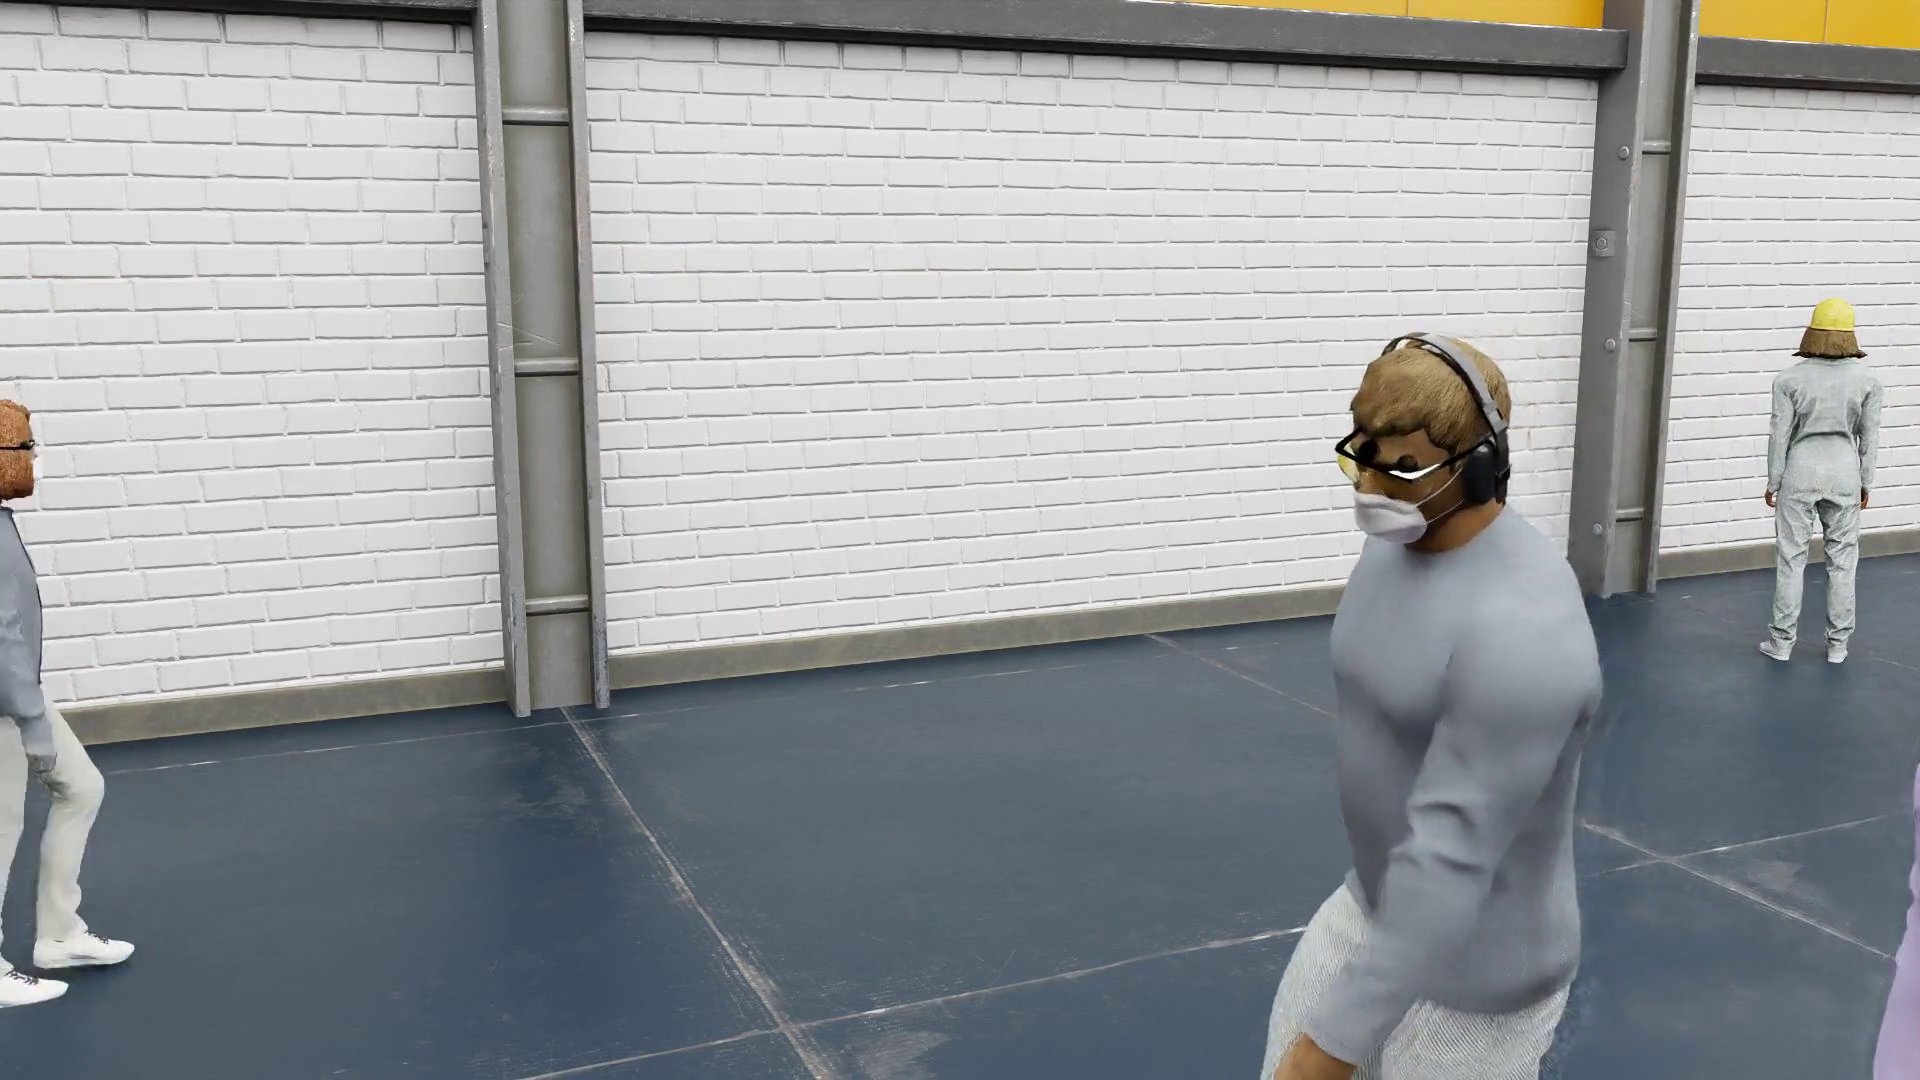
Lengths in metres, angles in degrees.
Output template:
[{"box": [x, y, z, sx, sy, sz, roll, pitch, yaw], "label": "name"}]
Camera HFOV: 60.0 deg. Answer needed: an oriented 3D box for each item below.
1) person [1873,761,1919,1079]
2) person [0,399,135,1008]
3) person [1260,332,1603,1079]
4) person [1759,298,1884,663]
[{"box": [1.315, 0.780, 1.709, 0.428, 1.889, 0.676, -9, 13, -40], "label": "person"}, {"box": [-2.433, 0.432, 4.373, 0.548, 1.614, 0.534, -5, 12, -28], "label": "person"}, {"box": [0.613, 0.641, 2.484, 0.728, 1.893, 0.665, -2, 10, -9], "label": "person"}, {"box": [4.106, -0.278, 7.957, 0.487, 1.744, 0.294, 3, 11, 14], "label": "person"}]
